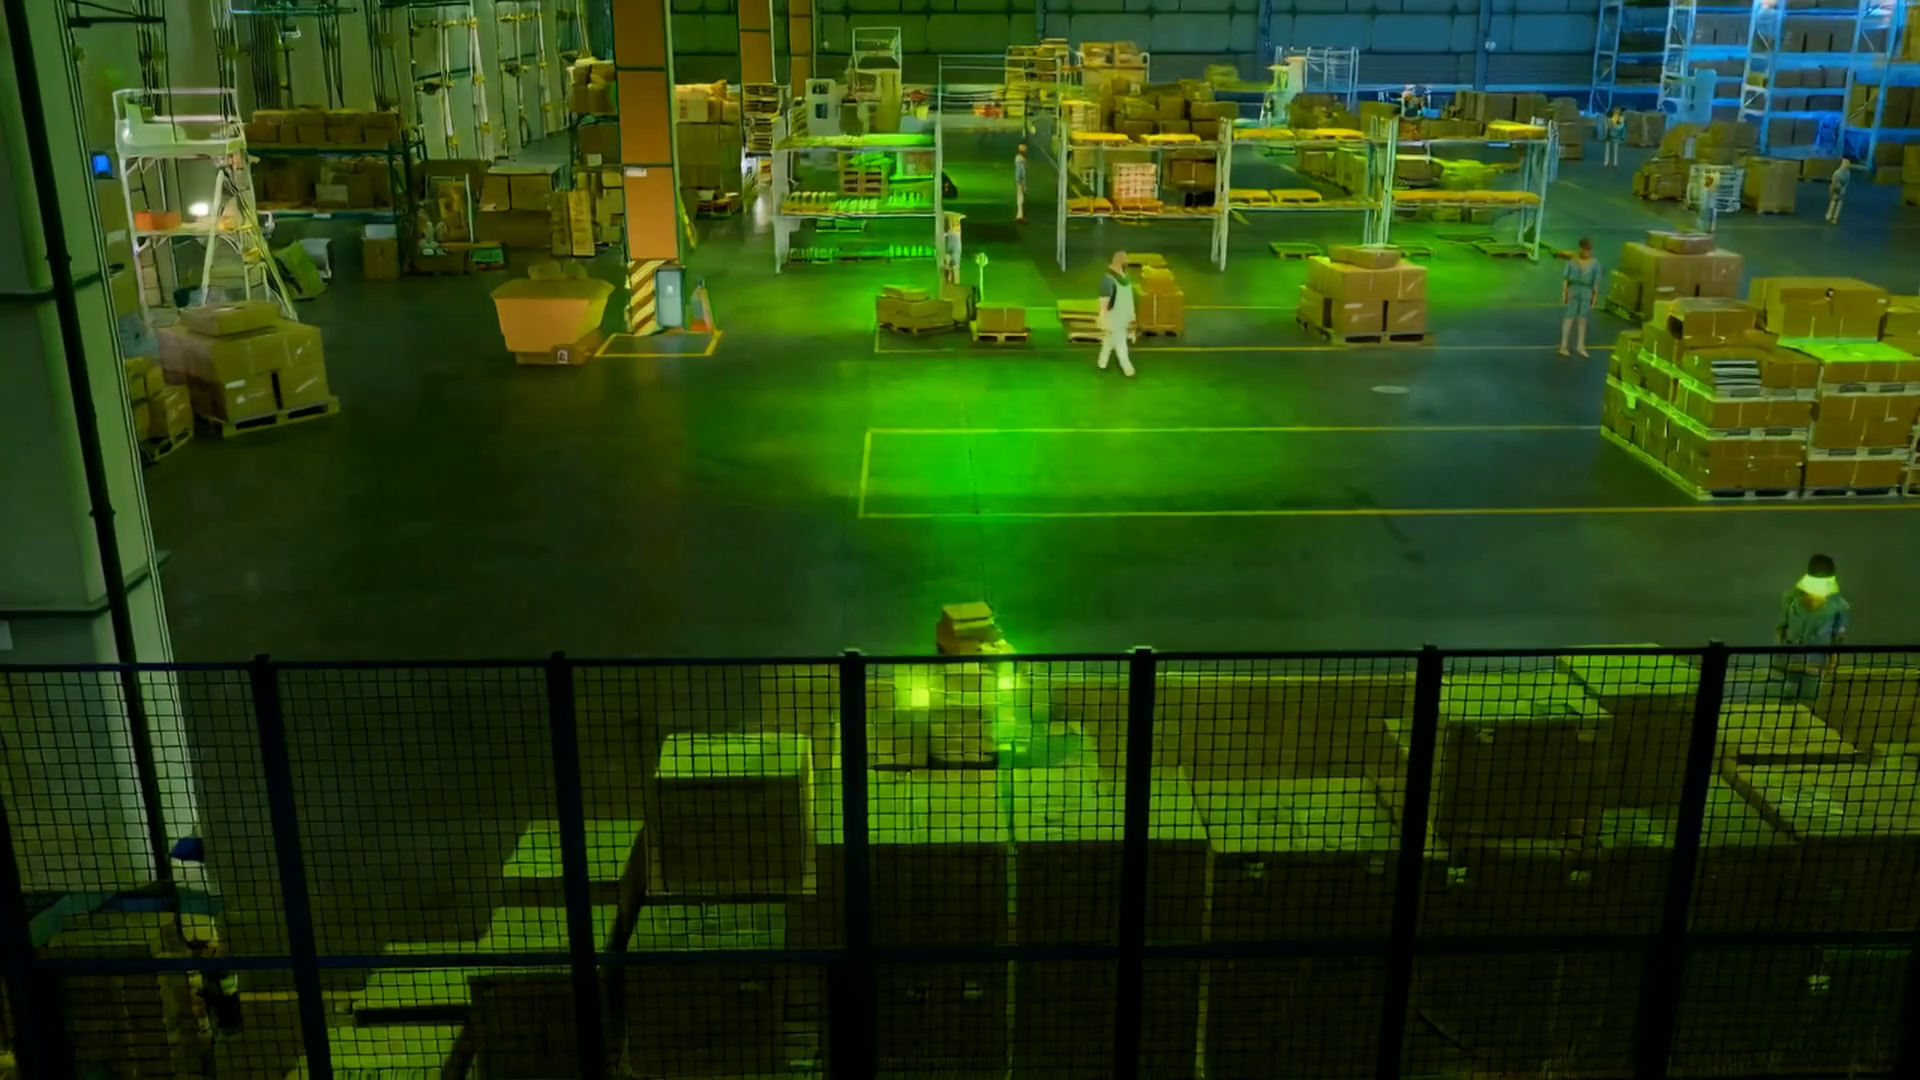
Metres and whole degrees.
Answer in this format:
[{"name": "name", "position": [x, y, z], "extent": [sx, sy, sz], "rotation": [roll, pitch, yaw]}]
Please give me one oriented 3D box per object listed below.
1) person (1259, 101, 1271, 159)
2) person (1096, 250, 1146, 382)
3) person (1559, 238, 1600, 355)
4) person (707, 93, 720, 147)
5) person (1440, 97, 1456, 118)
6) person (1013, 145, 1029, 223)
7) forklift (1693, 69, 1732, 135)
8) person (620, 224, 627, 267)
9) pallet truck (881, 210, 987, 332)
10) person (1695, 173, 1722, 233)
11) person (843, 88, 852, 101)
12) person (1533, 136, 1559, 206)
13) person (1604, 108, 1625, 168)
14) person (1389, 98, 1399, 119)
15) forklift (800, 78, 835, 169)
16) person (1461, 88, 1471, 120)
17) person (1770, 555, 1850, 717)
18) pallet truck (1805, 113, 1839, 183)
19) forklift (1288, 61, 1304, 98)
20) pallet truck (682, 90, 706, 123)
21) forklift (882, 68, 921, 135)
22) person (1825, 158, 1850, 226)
[{"name": "person", "position": [10.490, -14.117, 57.203], "extent": [0.372, 1.940, 0.627], "rotation": [0, 19, -1]}, {"name": "person", "position": [2.470, -3.459, 25.427], "extent": [1.003, 2.000, 0.703], "rotation": [13, 23, 34]}, {"name": "person", "position": [10.100, -3.958, 27.088], "extent": [0.542, 1.928, 0.399], "rotation": [2, 19, 5]}, {"name": "person", "position": [-9.030, -15.361, 60.905], "extent": [0.356, 1.930, 0.587], "rotation": [14, 23, 35]}, {"name": "person", "position": [17.357, -14.816, 59.318], "extent": [0.572, 1.921, 0.379], "rotation": [12, 22, 31]}, {"name": "person", "position": [1.538, -9.008, 42.043], "extent": [0.366, 1.940, 0.635], "rotation": [-4, 19, -11]}, {"name": "forklift", "position": [26.710, -15.480, 59.794], "extent": [1.873, 2.768, 1.129], "rotation": [-1, 19, -1]}, {"name": "person", "position": [-6.092, -5.336, 31.164], "extent": [0.587, 1.930, 0.361], "rotation": [-17, 25, -40]}, {"name": "pallet truck", "position": [-0.493, -4.759, 29.349], "extent": [1.885, 1.965, 0.823], "rotation": [-13, 23, -34]}, {"name": "person", "position": [16.114, -6.933, 35.871], "extent": [0.383, 1.957, 0.606], "rotation": [-2, 19, -7]}, {"name": "person", "position": [-4.563, -17.717, 68.301], "extent": [0.502, 1.670, 0.554], "rotation": [-17, 25, -41]}, {"name": "person", "position": [15.755, -9.926, 44.781], "extent": [0.649, 1.929, 0.442], "rotation": [9, 21, 26]}, {"name": "person", "position": [21.339, -13.115, 54.280], "extent": [0.592, 1.912, 0.385], "rotation": [6, 20, 17]}, {"name": "person", "position": [15.670, -15.098, 60.319], "extent": [0.446, 1.816, 0.674], "rotation": [11, 21, 29]}, {"name": "forklift", "position": [-4.527, -13.620, 54.275], "extent": [1.129, 2.768, 1.873], "rotation": [-6, 20, -18]}, {"name": "person", "position": [19.577, -16.437, 64.090], "extent": [1.030, 1.945, 0.632], "rotation": [8, 20, 23]}, {"name": "person", "position": [6.514, 0.942, 12.830], "extent": [0.487, 1.744, 0.294], "rotation": [8, 20, 23]}, {"name": "pallet truck", "position": [26.403, -11.957, 50.702], "extent": [0.823, 1.965, 1.885], "rotation": [6, 19, 16]}, {"name": "forklift", "position": [13.218, -17.524, 65.857], "extent": [1.873, 2.768, 1.129], "rotation": [-1, 19, -2]}, {"name": "pallet truck", "position": [-9.671, -15.907, 62.421], "extent": [0.823, 1.965, 1.885], "rotation": [5, 19, 15]}, {"name": "forklift", "position": [-2.449, -15.675, 60.373], "extent": [1.873, 2.768, 1.129], "rotation": [-10, 21, -26]}, {"name": "person", "position": [21.911, -8.685, 41.474], "extent": [0.530, 1.689, 0.322], "rotation": [-8, 20, -22]}]
